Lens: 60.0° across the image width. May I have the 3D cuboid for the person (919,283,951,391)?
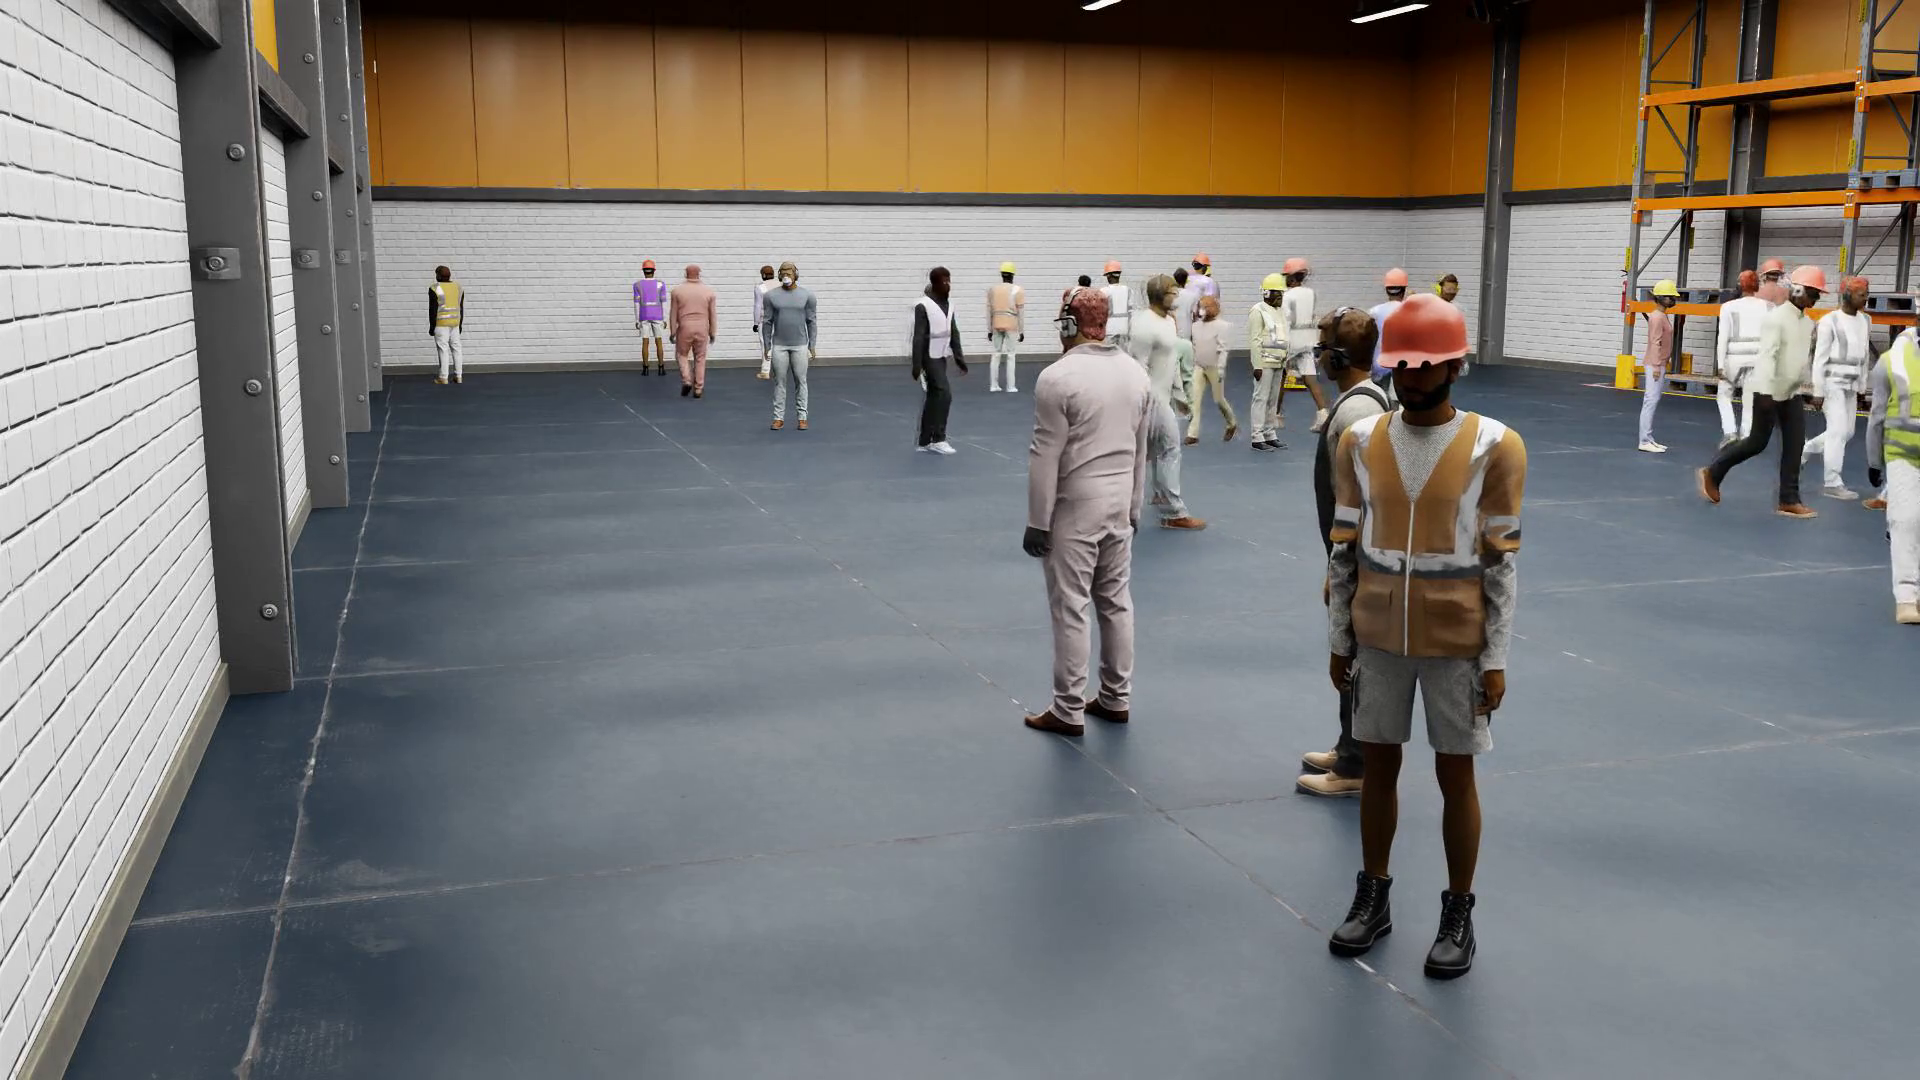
[{"bbox_3d":[-0.426,-2.903,24.000,0.511,1.618,0.699,-6,12,-31],"label":"person"}]

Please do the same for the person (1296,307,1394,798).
[{"bbox_3d":[1.463,0.054,6.249,0.346,1.842,0.505,3,10,19],"label":"person"}]

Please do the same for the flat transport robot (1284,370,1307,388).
[{"bbox_3d":[4.915,-2.443,25.240,0.652,0.197,1.431,2,10,9],"label":"flat transport robot"}]

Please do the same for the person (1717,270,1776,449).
[{"bbox_3d":[7.987,-1.807,16.961,0.577,1.874,0.415,1,10,5],"label":"person"}]

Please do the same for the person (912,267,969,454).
[{"bbox_3d":[-0.174,-1.817,16.910,0.675,1.893,0.616,5,11,26],"label":"person"}]

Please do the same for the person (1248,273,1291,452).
[{"bbox_3d":[3.207,-1.829,17.180,0.403,1.830,0.590,8,12,38],"label":"person"}]

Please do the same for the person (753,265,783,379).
[{"bbox_3d":[-3.115,-3.550,27.130,0.622,1.838,0.429,-8,13,-40],"label":"person"}]

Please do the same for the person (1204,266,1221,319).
[{"bbox_3d":[4.158,-3.766,28.264,0.604,1.873,0.887,-2,10,-12],"label":"person"}]

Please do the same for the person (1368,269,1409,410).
[{"bbox_3d":[4.197,-1.670,16.125,0.543,1.891,1.012,7,12,35],"label":"person"}]

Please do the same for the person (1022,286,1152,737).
[{"bbox_3d":[0.523,-0.124,7.120,0.643,1.901,0.402,-9,13,-43],"label":"person"}]

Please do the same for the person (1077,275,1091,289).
[{"bbox_3d":[2.002,-3.468,27.088,0.547,1.680,0.378,-5,11,-25],"label":"person"}]

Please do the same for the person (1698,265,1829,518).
[{"bbox_3d":[6.330,-1.169,13.039,0.645,1.948,0.885,-6,11,-31],"label":"person"}]

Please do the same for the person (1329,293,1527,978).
[{"bbox_3d":[1.291,0.276,4.716,0.541,1.932,0.382,6,11,31],"label":"person"}]

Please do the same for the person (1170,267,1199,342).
[{"bbox_3d":[2.934,-2.725,22.324,0.521,1.856,0.546,0,10,0],"label":"person"}]

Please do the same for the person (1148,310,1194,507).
[{"bbox_3d":[1.598,-1.063,13.375,0.525,1.613,0.576,4,11,24],"label":"person"}]

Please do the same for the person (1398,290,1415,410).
[{"bbox_3d":[5.488,-2.195,19.964,0.694,1.614,0.547,0,10,0],"label":"person"}]

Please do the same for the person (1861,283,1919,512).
[{"bbox_3d":[7.527,-1.090,12.739,0.641,1.896,1.012,-6,11,-30],"label":"person"}]

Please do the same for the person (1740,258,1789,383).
[{"bbox_3d":[9.490,-2.318,19.575,0.645,1.977,0.490,0,10,2],"label":"person"}]

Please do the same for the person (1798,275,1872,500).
[{"bbox_3d":[7.312,-1.290,13.978,0.587,1.863,0.692,-5,11,-28],"label":"person"}]

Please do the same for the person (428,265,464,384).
[{"bbox_3d":[-8.046,-3.359,26.002,0.429,1.847,0.627,7,12,35],"label":"person"}]

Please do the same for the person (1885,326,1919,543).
[{"bbox_3d":[6.751,-0.858,11.584,0.589,1.822,0.403,-3,10,-18],"label":"person"}]

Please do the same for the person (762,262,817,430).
[{"bbox_3d":[-1.967,-2.233,19.201,0.635,1.938,0.359,0,10,1],"label":"person"}]

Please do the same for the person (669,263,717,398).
[{"bbox_3d":[-3.756,-2.937,23.404,0.683,1.893,0.432,-3,10,-19],"label":"person"}]

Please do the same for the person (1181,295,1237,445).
[{"bbox_3d":[2.702,-1.825,17.835,0.513,1.609,0.755,9,14,43],"label":"person"}]

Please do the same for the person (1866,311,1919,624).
[{"bbox_3d":[5.469,-0.474,9.412,0.616,1.810,0.906,3,10,18],"label":"person"}]

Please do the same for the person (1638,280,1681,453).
[{"bbox_3d":[7.198,-1.786,17.117,0.313,1.767,0.533,5,11,27],"label":"person"}]

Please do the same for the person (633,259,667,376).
[{"bbox_3d":[-5.146,-3.692,27.696,0.547,1.939,0.401,-2,10,-10],"label":"person"}]

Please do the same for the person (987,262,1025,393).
[{"bbox_3d":[0.681,-3.111,24.388,0.587,1.913,0.432,5,11,25],"label":"person"}]

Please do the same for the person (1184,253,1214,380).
[{"bbox_3d":[3.845,-3.573,26.693,0.399,2.034,0.609,-9,13,-41],"label":"person"}]

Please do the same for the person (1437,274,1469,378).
[{"bbox_3d":[5.210,-1.947,17.923,0.537,1.802,1.032,-2,10,-10],"label":"person"}]

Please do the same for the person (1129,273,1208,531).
[{"bbox_3d":[1.371,-1.026,12.348,0.934,1.908,0.630,3,10,18],"label":"person"}]

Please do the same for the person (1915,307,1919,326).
[{"bbox_3d":[11.289,-2.276,19.160,0.686,2.000,0.535,1,10,3],"label":"person"}]

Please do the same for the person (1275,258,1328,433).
[{"bbox_3d":[3.882,-2.220,19.015,0.598,2.003,1.050,-5,11,-29],"label":"person"}]

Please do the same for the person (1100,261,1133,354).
[{"bbox_3d":[2.115,-2.873,22.928,0.543,1.933,0.363,-5,11,-29],"label":"person"}]
